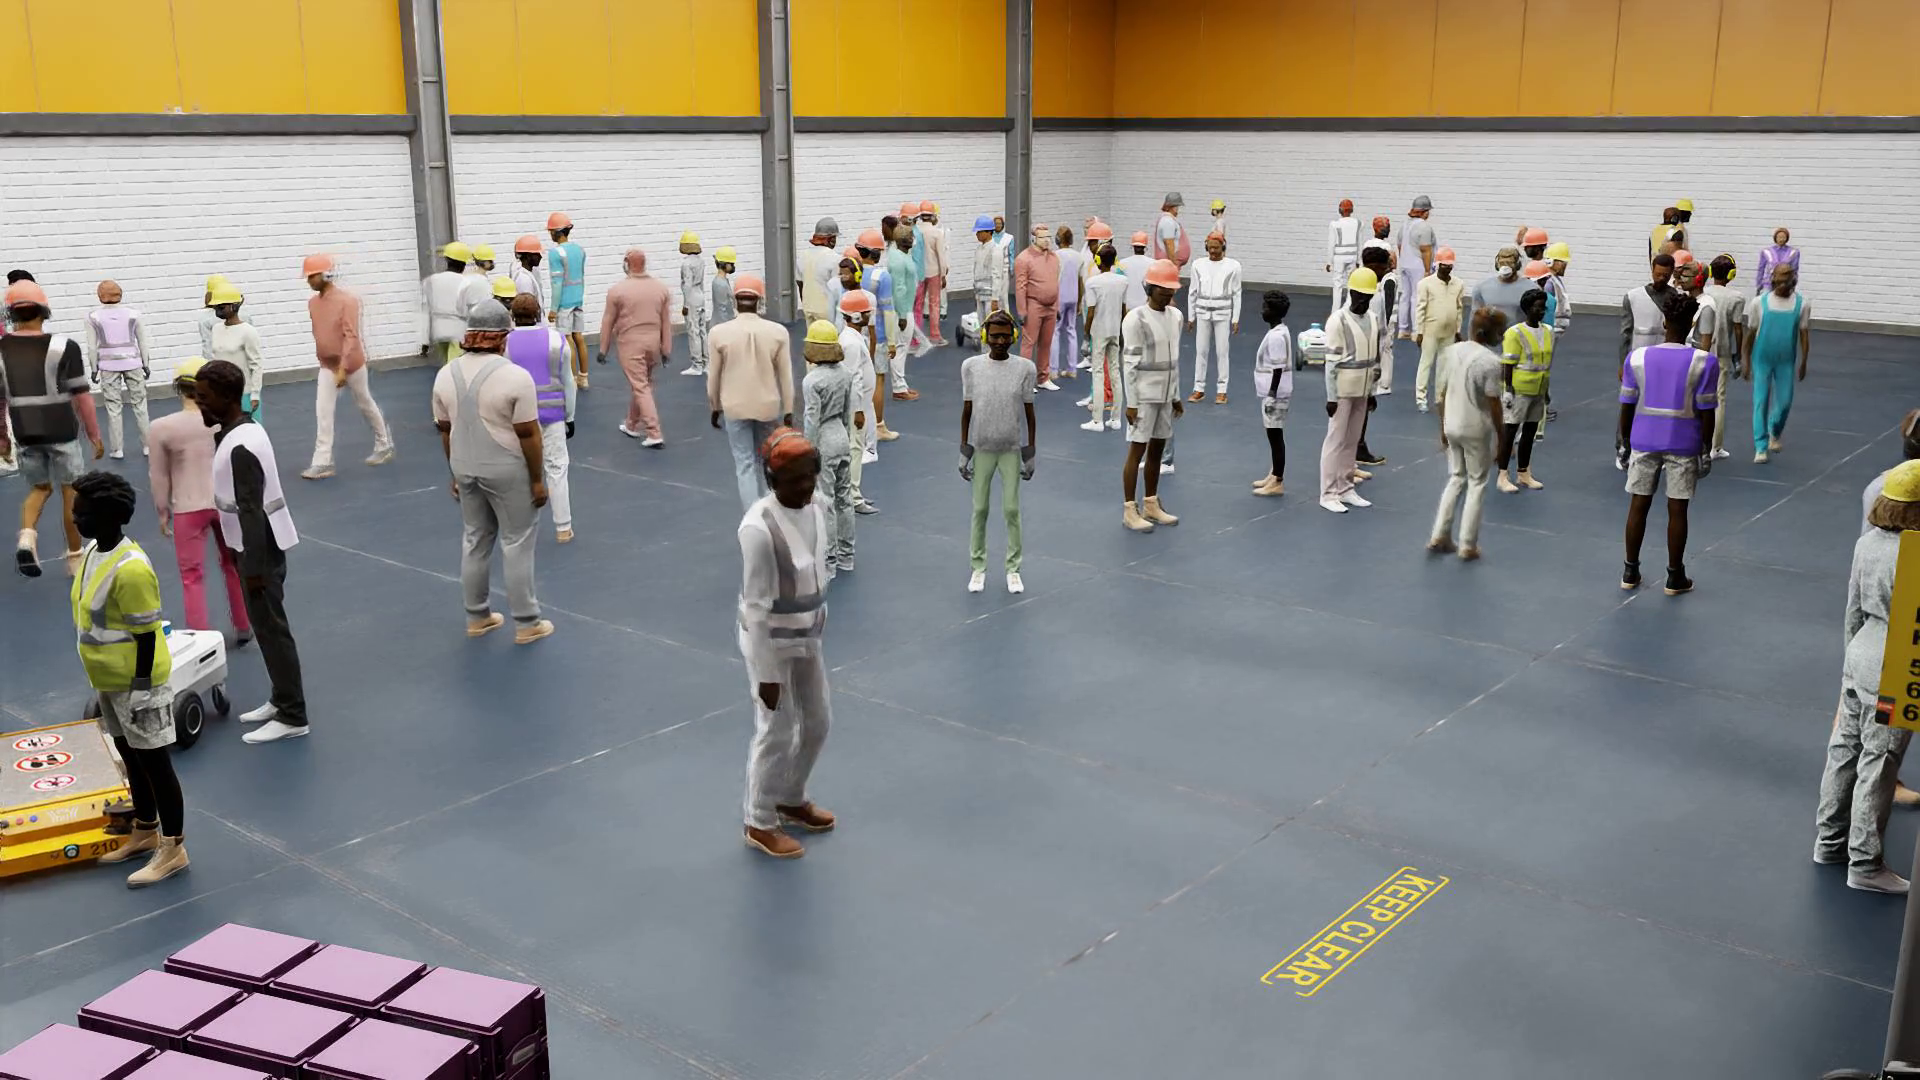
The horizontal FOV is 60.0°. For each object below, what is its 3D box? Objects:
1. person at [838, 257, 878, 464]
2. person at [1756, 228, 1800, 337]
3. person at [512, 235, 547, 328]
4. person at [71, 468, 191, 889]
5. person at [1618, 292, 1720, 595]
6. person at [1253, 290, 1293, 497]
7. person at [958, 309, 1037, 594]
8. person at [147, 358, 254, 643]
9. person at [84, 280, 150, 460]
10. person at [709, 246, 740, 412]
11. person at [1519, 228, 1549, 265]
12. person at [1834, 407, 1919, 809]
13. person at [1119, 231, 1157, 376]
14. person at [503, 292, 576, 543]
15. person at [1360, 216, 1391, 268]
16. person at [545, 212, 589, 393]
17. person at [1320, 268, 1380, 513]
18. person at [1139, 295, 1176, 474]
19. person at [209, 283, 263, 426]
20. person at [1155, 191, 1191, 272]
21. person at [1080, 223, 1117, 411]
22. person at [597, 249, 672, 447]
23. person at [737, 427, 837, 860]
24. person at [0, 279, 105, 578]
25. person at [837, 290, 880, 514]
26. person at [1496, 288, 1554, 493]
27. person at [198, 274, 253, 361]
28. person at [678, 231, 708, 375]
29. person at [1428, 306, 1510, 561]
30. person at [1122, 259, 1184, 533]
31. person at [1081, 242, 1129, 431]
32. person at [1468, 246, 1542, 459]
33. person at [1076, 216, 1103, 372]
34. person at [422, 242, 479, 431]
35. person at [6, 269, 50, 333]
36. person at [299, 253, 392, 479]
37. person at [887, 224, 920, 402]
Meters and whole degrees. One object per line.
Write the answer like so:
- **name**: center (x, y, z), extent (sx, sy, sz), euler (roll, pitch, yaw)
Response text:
- **person**: center (-0.939, -1.613, 15.007), extent (0.346, 1.857, 0.524), euler (-11, 18, -37)
- **person**: center (11.223, -3.467, 22.858), extent (0.512, 1.632, 0.315), euler (6, 15, 22)
- **person**: center (-4.337, -2.113, 16.847), extent (0.388, 1.930, 0.546), euler (-4, 15, -15)
- **person**: center (-3.352, 0.548, 6.677), extent (0.532, 1.698, 0.319), euler (13, 19, 42)
- **person**: center (4.589, -0.622, 10.811), extent (0.602, 1.966, 0.368), euler (10, 17, 35)
- **person**: center (2.574, -1.205, 13.687), extent (0.316, 1.695, 0.541), euler (3, 14, 12)
- **person**: center (0.242, -0.570, 10.827), extent (0.508, 1.860, 0.334), euler (1, 14, 4)
- **person**: center (-4.304, -0.171, 9.508), extent (0.539, 1.714, 0.670), euler (-10, 17, -34)
- **person**: center (-7.671, -1.553, 15.193), extent (0.514, 1.640, 0.310), euler (-9, 16, -31)
- **person**: center (-2.489, -2.230, 17.670), extent (0.343, 1.755, 0.531), euler (-2, 14, -8)
- **person**: center (6.167, -2.385, 17.925), extent (0.381, 1.931, 0.548), euler (0, 14, 0)
- **person**: center (4.128, 0.314, 7.317), extent (0.513, 1.843, 0.328), euler (-7, 16, -26)
- **person**: center (2.169, -2.856, 20.160), extent (0.566, 1.755, 0.321), euler (4, 15, 17)
- **person**: center (-3.098, -0.874, 12.069), extent (0.620, 1.845, 0.429), euler (-4, 15, -17)
- **person**: center (5.254, -3.130, 21.004), extent (0.360, 1.883, 0.574), euler (-5, 15, -19)
- **person**: center (-4.502, -2.700, 18.963), extent (0.388, 2.042, 0.605), euler (5, 15, 20)
- **person**: center (3.105, -1.186, 13.151), extent (0.589, 1.924, 0.384), euler (-12, 18, -39)
- **person**: center (1.740, -1.391, 14.557), extent (0.268, 1.632, 0.506), euler (-3, 14, -10)
- **person**: center (-5.883, -1.201, 13.532), extent (0.522, 1.769, 0.311), euler (7, 16, 25)
- **person**: center (3.203, -4.228, 25.067), extent (0.536, 2.000, 0.688), euler (0, 14, 1)
- **person**: center (1.496, -2.383, 17.791), extent (0.396, 1.992, 0.622), euler (-2, 14, -7)
- **person**: center (-3.099, -1.835, 15.889), extent (0.653, 1.853, 0.996), euler (-13, 19, -41)
- **person**: center (-0.732, 0.433, 6.814), extent (0.462, 1.855, 0.601), euler (7, 16, 26)
- **person**: center (-6.077, -0.703, 11.032), extent (0.654, 2.020, 0.573), euler (-1, 14, -4)
- **person**: center (-0.809, -1.084, 13.079), extent (0.320, 1.755, 0.570), euler (-2, 14, -8)
- **person**: center (4.712, -1.239, 13.820), extent (0.541, 1.695, 0.315), euler (-8, 16, -29)
- **person**: center (-6.395, -1.445, 14.554), extent (0.325, 1.740, 0.493), euler (11, 17, 36)
- **person**: center (-3.284, -2.899, 20.362), extent (0.304, 1.743, 0.494), euler (4, 15, 15)
- **person**: center (3.555, -0.732, 11.588), extent (0.425, 1.804, 0.624), euler (-7, 16, -26)
- **person**: center (1.476, -1.086, 12.515), extent (0.609, 2.041, 0.397), euler (-13, 19, -42)
- **person**: center (1.438, -2.019, 16.590), extent (0.512, 1.872, 0.328), euler (-8, 16, -29)
- **person**: center (4.962, -1.713, 15.227), extent (0.636, 1.938, 0.355), euler (6, 15, 22)
- **person**: center (1.644, -3.034, 20.572), extent (0.399, 1.908, 0.643), euler (-6, 15, -21)
- **person**: center (-5.133, -2.050, 16.729), extent (0.626, 1.866, 0.994), euler (3, 14, 11)
- **person**: center (-8.739, -1.709, 15.719), extent (0.319, 1.691, 0.540), euler (-4, 15, -17)
- **person**: center (-5.438, -1.547, 14.591), extent (0.599, 1.933, 1.047), euler (6, 15, 21)
- **person**: center (-0.625, -2.513, 18.419), extent (0.362, 1.939, 0.635), euler (0, 14, 2)
